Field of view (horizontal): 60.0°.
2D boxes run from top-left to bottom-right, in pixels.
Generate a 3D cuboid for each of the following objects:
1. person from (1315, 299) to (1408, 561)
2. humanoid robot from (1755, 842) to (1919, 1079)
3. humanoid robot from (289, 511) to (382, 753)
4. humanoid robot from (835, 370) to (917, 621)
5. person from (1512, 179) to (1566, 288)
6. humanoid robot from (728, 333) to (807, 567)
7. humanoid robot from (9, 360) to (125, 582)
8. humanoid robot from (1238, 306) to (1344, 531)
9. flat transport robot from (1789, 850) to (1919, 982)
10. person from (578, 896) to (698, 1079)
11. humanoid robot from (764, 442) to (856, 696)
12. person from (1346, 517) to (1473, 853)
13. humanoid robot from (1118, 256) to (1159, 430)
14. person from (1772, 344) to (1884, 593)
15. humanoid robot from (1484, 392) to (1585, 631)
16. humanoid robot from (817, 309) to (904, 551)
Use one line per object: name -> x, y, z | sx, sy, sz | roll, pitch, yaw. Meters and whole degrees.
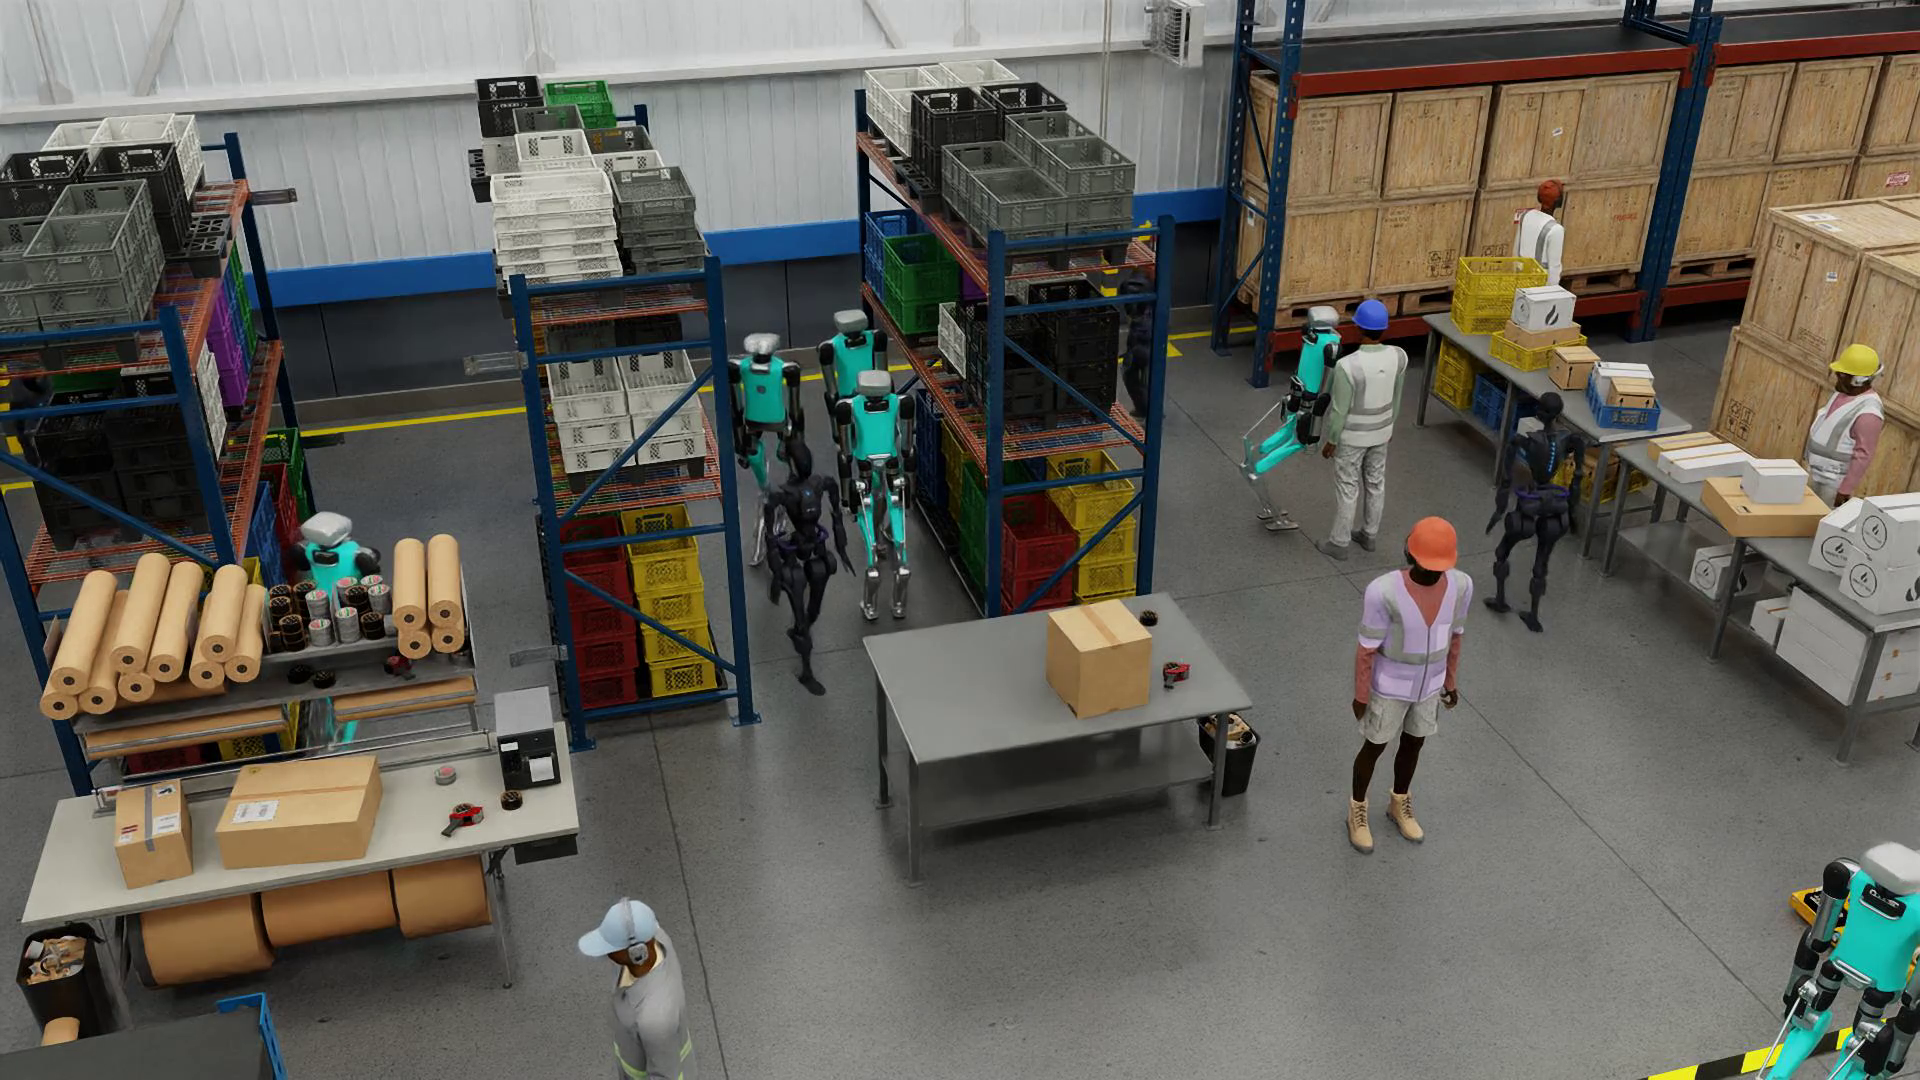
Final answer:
person -> 2.843, -0.770, 11.820 | 0.603, 1.948, 0.400 | -13, 31, -22
humanoid robot -> 3.519, 2.031, 6.804 | 0.735, 1.676, 0.533 | -18, 34, -29
humanoid robot -> -3.479, 0.812, 9.281 | 0.544, 1.904, 0.720 | 8, 30, 13
humanoid robot -> -0.509, -0.228, 10.978 | 0.530, 1.732, 0.696 | -6, 29, -10
person -> 5.027, -2.220, 14.525 | 0.345, 1.881, 0.583 | -9, 30, -15
humanoid robot -> -1.338, -0.714, 11.943 | 0.530, 1.775, 0.871 | 3, 29, 6
humanoid robot -> -6.280, -0.571, 11.813 | 0.617, 1.636, 0.788 | -5, 29, -10
humanoid robot -> 2.341, -0.871, 12.120 | 0.745, 1.689, 0.531 | -5, 29, -10
flat transport robot -> 5.163, 1.916, 8.676 | 1.431, 0.231, 0.659 | -8, 30, -14
person -> -1.236, 2.148, 6.610 | 0.383, 1.852, 0.588 | -8, 30, -14
humanoid robot -> -0.972, 0.118, 10.542 | 0.603, 1.642, 0.731 | -17, 33, -29
person -> 2.408, 0.778, 8.908 | 0.613, 2.039, 0.387 | -7, 29, -12
humanoid robot -> 1.486, -1.654, 13.714 | 0.385, 1.647, 0.599 | 5, 29, 10
person -> 5.990, -0.481, 11.415 | 0.403, 1.828, 0.595 | 4, 29, 7
humanoid robot -> 3.836, -0.203, 11.074 | 0.616, 1.636, 0.492 | -2, 29, -4
humanoid robot -> -0.615, -0.731, 11.947 | 0.564, 1.740, 0.849 | -14, 32, -23
